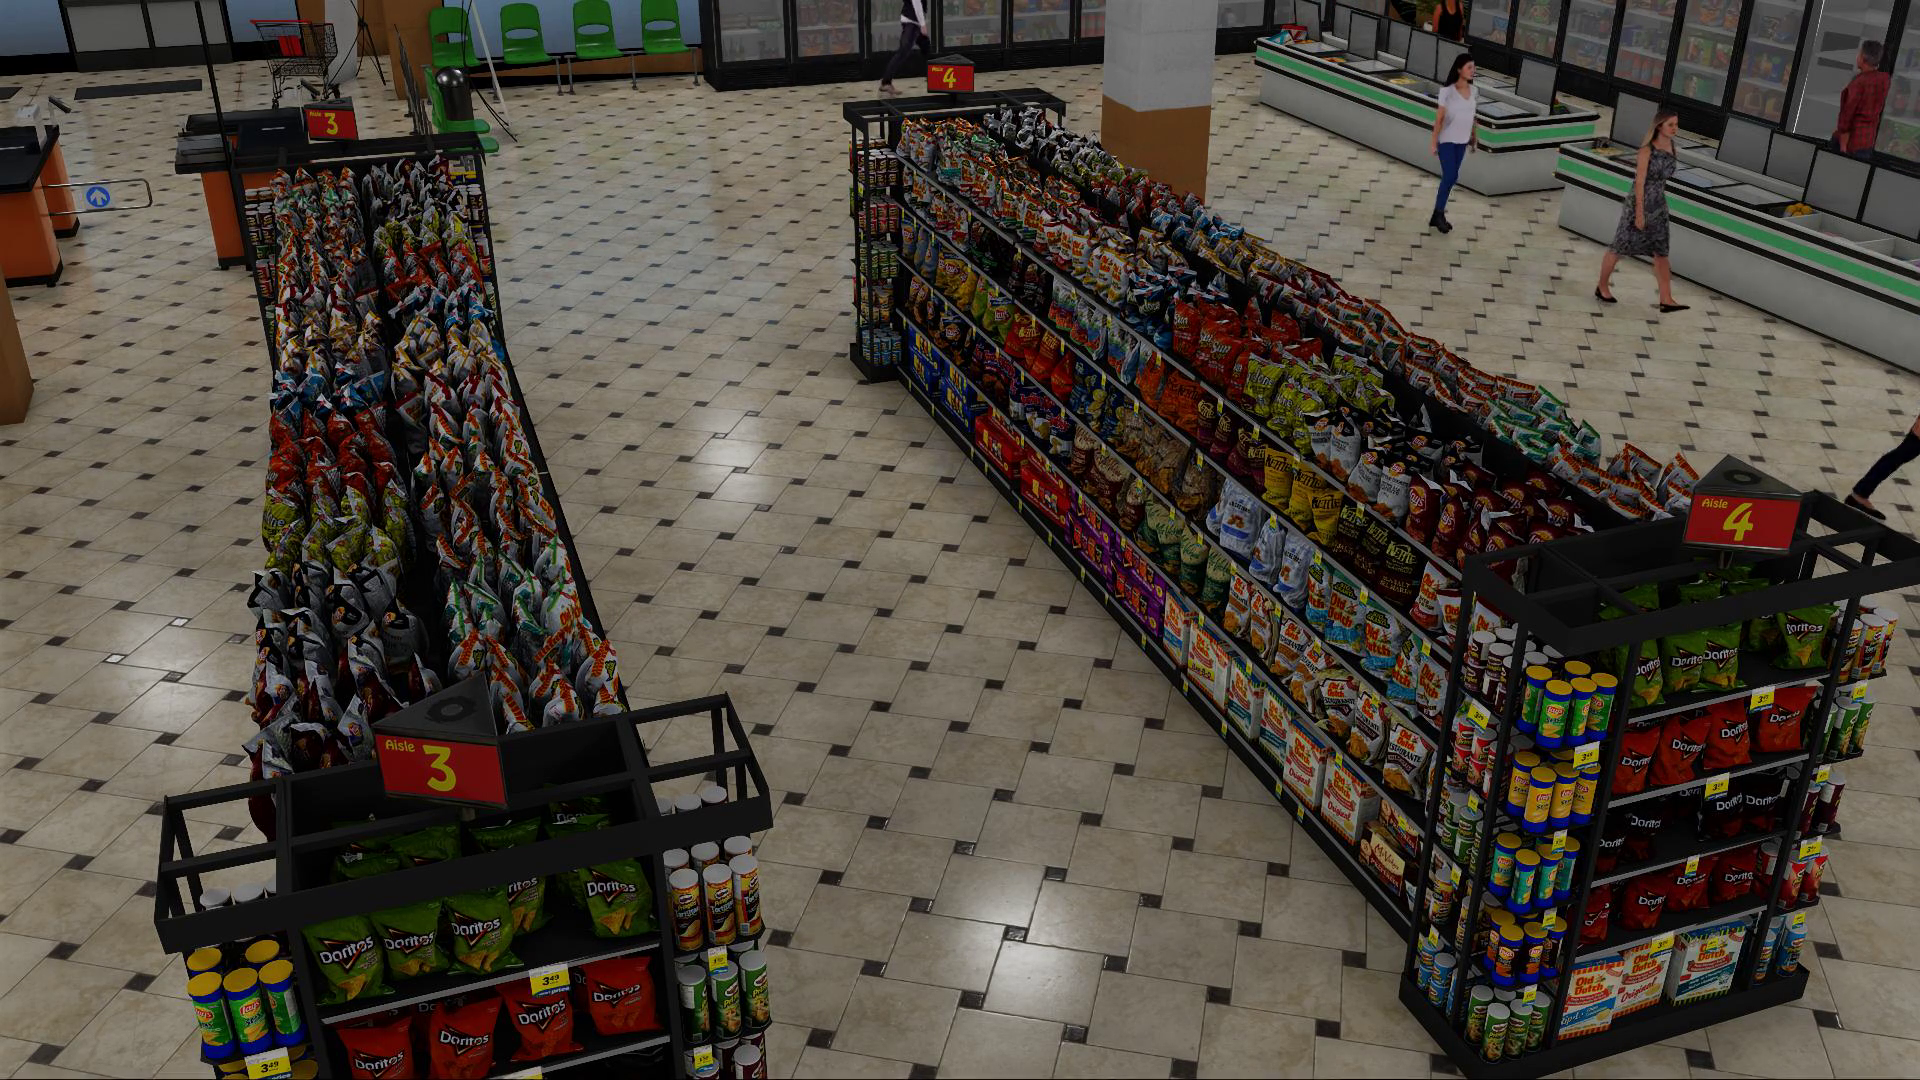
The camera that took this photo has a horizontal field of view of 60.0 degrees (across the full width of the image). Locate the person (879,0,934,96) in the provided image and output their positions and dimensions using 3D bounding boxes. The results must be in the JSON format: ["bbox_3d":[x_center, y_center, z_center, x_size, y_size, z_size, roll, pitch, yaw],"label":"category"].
[{"bbox_3d":[-0.678,-6.529,21.164,0.963,1.776,1.247,-3,27,-6],"label":"person"}]

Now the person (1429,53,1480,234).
[{"bbox_3d":[4.617,-3.769,15.836,0.655,1.672,0.642,-14,30,-25],"label":"person"}]

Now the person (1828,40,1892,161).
[{"bbox_3d":[8.459,-3.713,15.579,0.660,1.804,1.085,-10,28,-19],"label":"person"}]

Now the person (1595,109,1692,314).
[{"bbox_3d":[5.598,-2.731,13.810,0.662,1.654,1.103,-13,30,-24],"label":"person"}]

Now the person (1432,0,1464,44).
[{"bbox_3d":[5.873,-6.018,20.291,0.654,1.654,0.869,-13,30,-24],"label":"person"}]
